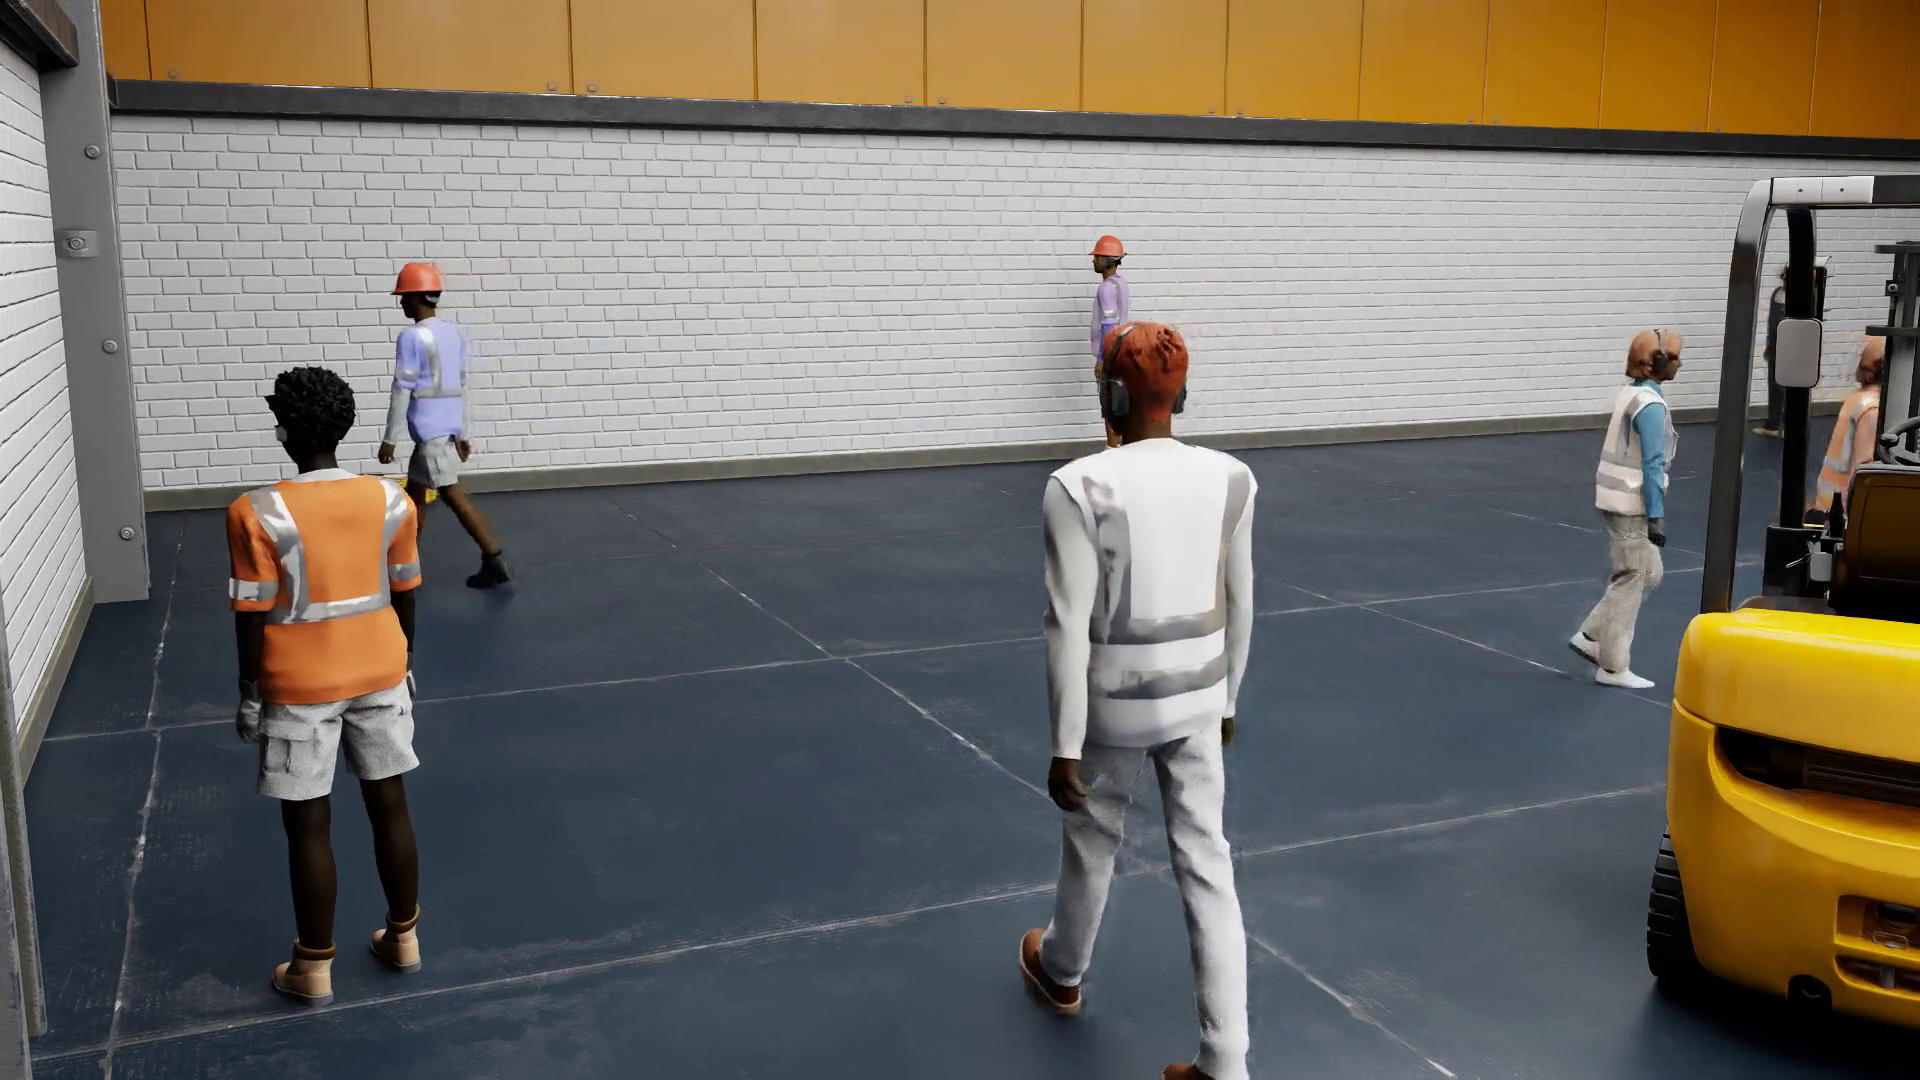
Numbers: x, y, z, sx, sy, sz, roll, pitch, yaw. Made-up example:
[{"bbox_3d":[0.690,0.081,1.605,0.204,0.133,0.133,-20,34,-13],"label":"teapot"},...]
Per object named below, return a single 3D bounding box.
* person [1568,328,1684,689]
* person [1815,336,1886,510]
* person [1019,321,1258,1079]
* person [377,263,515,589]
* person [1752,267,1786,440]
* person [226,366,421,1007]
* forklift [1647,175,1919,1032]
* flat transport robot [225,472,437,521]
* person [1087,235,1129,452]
[{"bbox_3d":[3.032,-0.132,7.463,0.353,1.628,0.525,3,11,14],"label":"person"},{"bbox_3d":[4.014,-0.100,7.320,0.772,1.596,0.634,3,11,18],"label":"person"},{"bbox_3d":[0.441,0.397,3.992,0.600,1.830,1.008,-4,11,-23],"label":"person"},{"bbox_3d":[-3.038,-0.649,9.617,0.988,1.889,0.563,2,10,10],"label":"person"},{"bbox_3d":[8.292,-1.912,16.855,0.358,1.811,0.702,-2,11,-12],"label":"person"},{"bbox_3d":[-1.679,0.385,4.450,0.318,1.691,0.534,8,13,39],"label":"person"},{"bbox_3d":[2.810,0.094,4.662,1.214,2.155,2.313,7,12,34],"label":"forklift"},{"bbox_3d":[-4.577,-0.306,12.168,0.652,0.197,1.431,4,11,23],"label":"flat transport robot"},{"bbox_3d":[1.293,-1.647,14.657,0.358,2.047,0.615,3,11,16],"label":"person"}]
